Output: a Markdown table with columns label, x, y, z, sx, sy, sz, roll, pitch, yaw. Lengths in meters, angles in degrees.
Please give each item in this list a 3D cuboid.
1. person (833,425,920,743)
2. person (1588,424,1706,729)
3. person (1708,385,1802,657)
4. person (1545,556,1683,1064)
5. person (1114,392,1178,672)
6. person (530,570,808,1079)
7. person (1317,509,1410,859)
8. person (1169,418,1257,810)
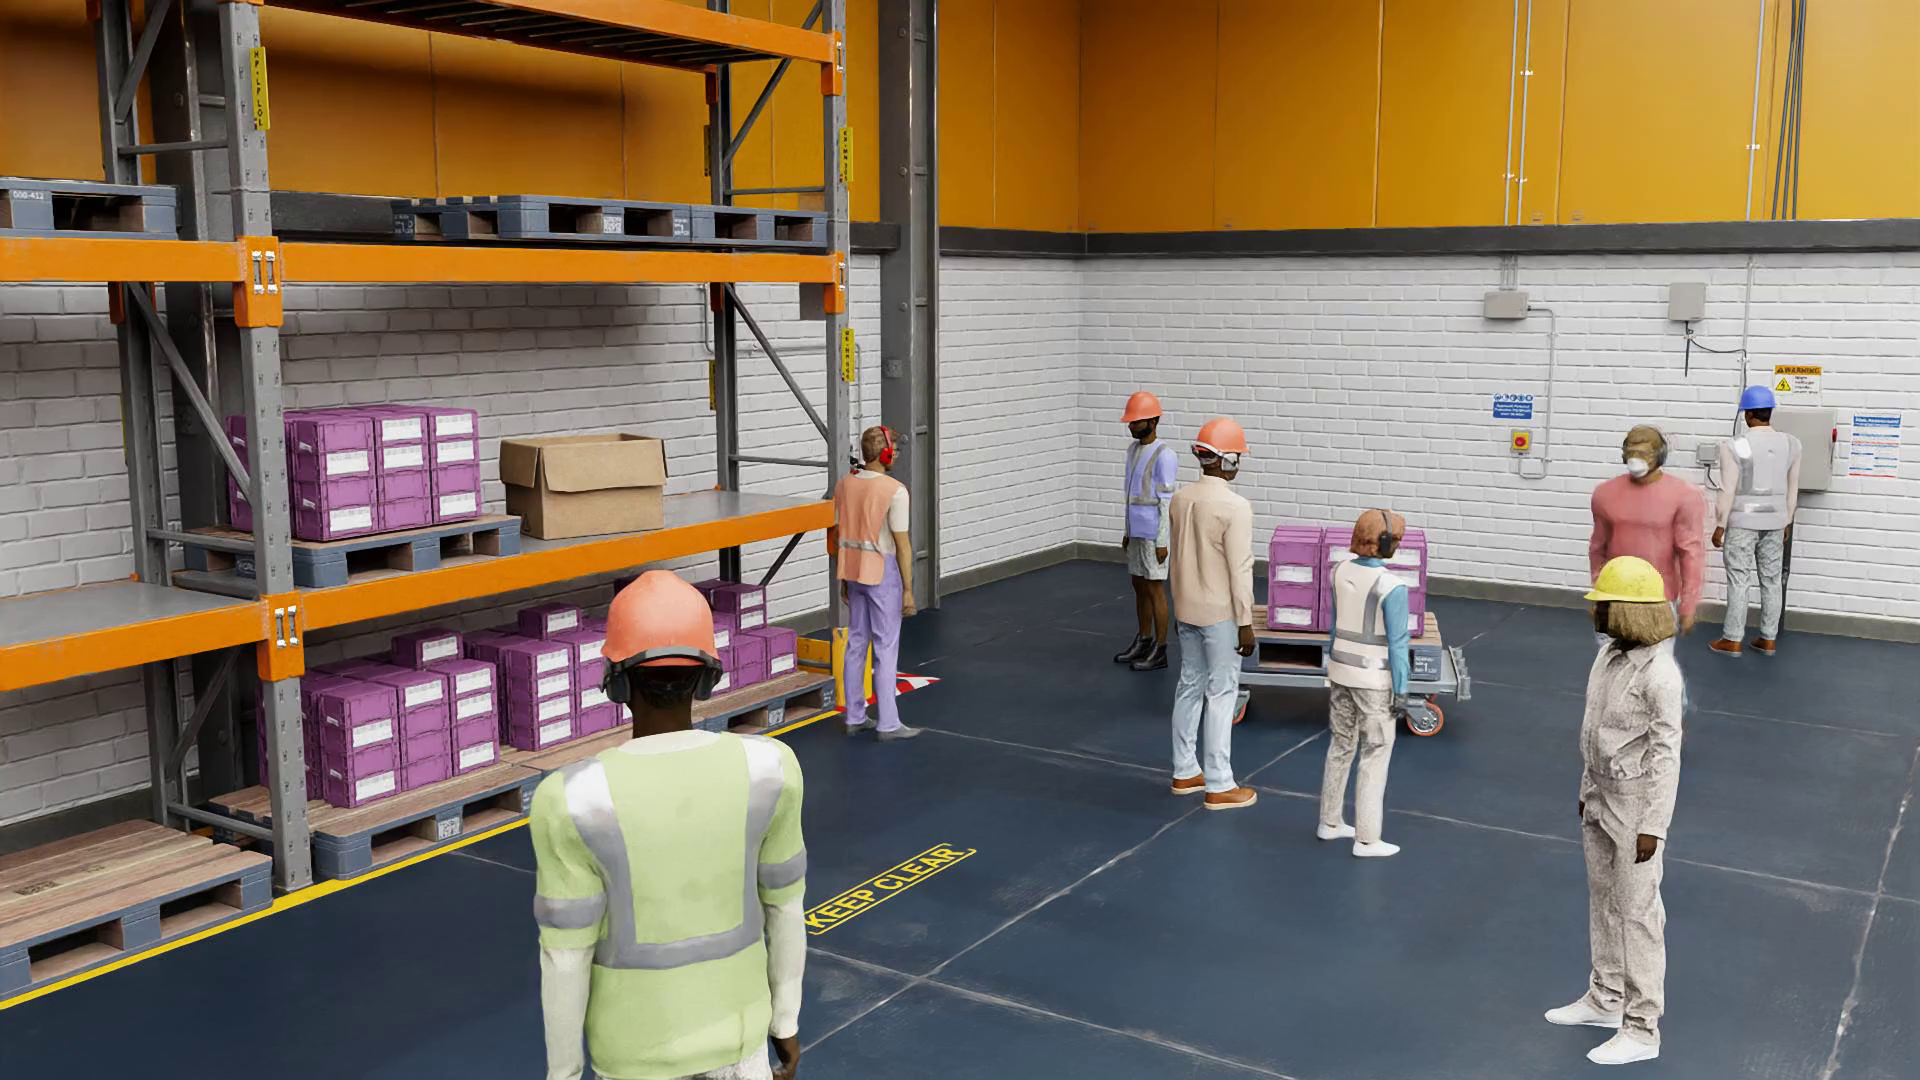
| label | x | y | z | sx | sy | sz | roll | pitch | yaw |
| --- | --- | --- | --- | --- | --- | --- | --- | --- | --- |
| person | -0.509 | 0.257 | 9.688 | 0.571 | 1.840 | 0.373 | 8 | 12 | 41 |
| person | 3.789 | 0.306 | 9.171 | 0.845 | 1.915 | 0.638 | -8 | 12 | -44 |
| person | 5.664 | -0.130 | 11.867 | 0.604 | 1.947 | 0.387 | -1 | 9 | -8 |
| person | 2.262 | 0.917 | 5.721 | 0.296 | 1.743 | 0.493 | -1 | 9 | -5 |
| person | 1.269 | -0.042 | 11.484 | 0.386 | 1.892 | 0.543 | -4 | 9 | -22 |
| person | -0.635 | 1.081 | 3.679 | 0.605 | 2.045 | 0.383 | -4 | 10 | -26 |
| person | 1.883 | 0.665 | 7.733 | 0.313 | 1.627 | 0.527 | -4 | 10 | -25 |
| person | 1.300 | 0.370 | 8.504 | 0.399 | 1.988 | 0.616 | -5 | 10 | -28 |
